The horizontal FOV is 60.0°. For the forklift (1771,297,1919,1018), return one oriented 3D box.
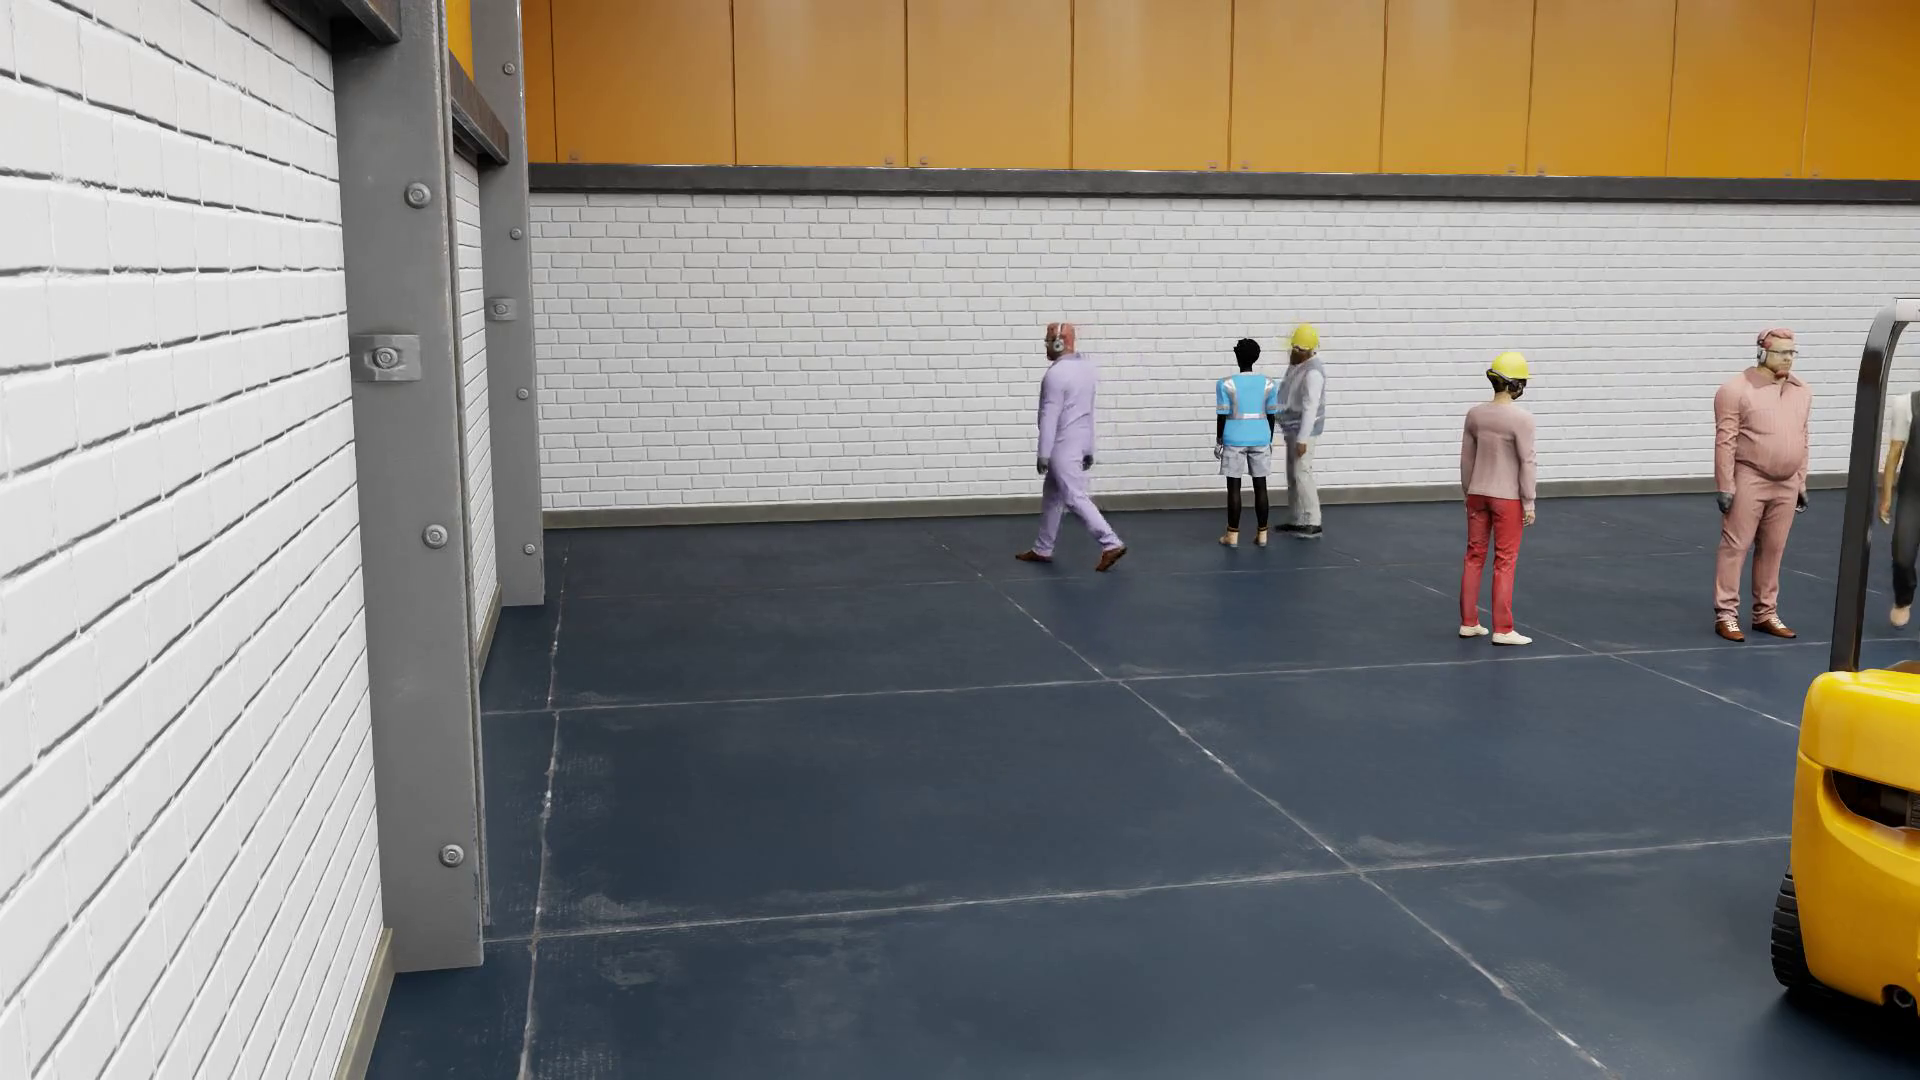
[{"bbox_3d":[3.542,0.334,5.177,2.313,2.155,1.214,-9,13,-43],"label":"forklift"}]

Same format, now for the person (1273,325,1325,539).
[{"bbox_3d":[2.854,-0.903,13.970,0.404,1.790,0.672,0,9,0],"label":"person"}]

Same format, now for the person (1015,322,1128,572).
[{"bbox_3d":[0.852,-0.705,12.520,0.948,1.871,0.653,5,10,26],"label":"person"}]

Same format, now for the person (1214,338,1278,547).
[{"bbox_3d":[2.312,-0.784,13.498,0.536,1.696,0.321,-2,9,-10],"label":"person"}]

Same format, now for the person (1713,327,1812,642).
[{"bbox_3d":[4.903,-0.336,10.139,0.643,1.908,0.411,-2,10,-14],"label":"person"}]

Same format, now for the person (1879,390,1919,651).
[{"bbox_3d":[5.777,-0.257,9.896,0.530,1.826,0.539,5,10,27],"label":"person"}]

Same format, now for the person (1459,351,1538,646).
[{"bbox_3d":[3.263,-0.251,10.045,0.328,1.767,0.532,-6,11,-31],"label":"person"}]
